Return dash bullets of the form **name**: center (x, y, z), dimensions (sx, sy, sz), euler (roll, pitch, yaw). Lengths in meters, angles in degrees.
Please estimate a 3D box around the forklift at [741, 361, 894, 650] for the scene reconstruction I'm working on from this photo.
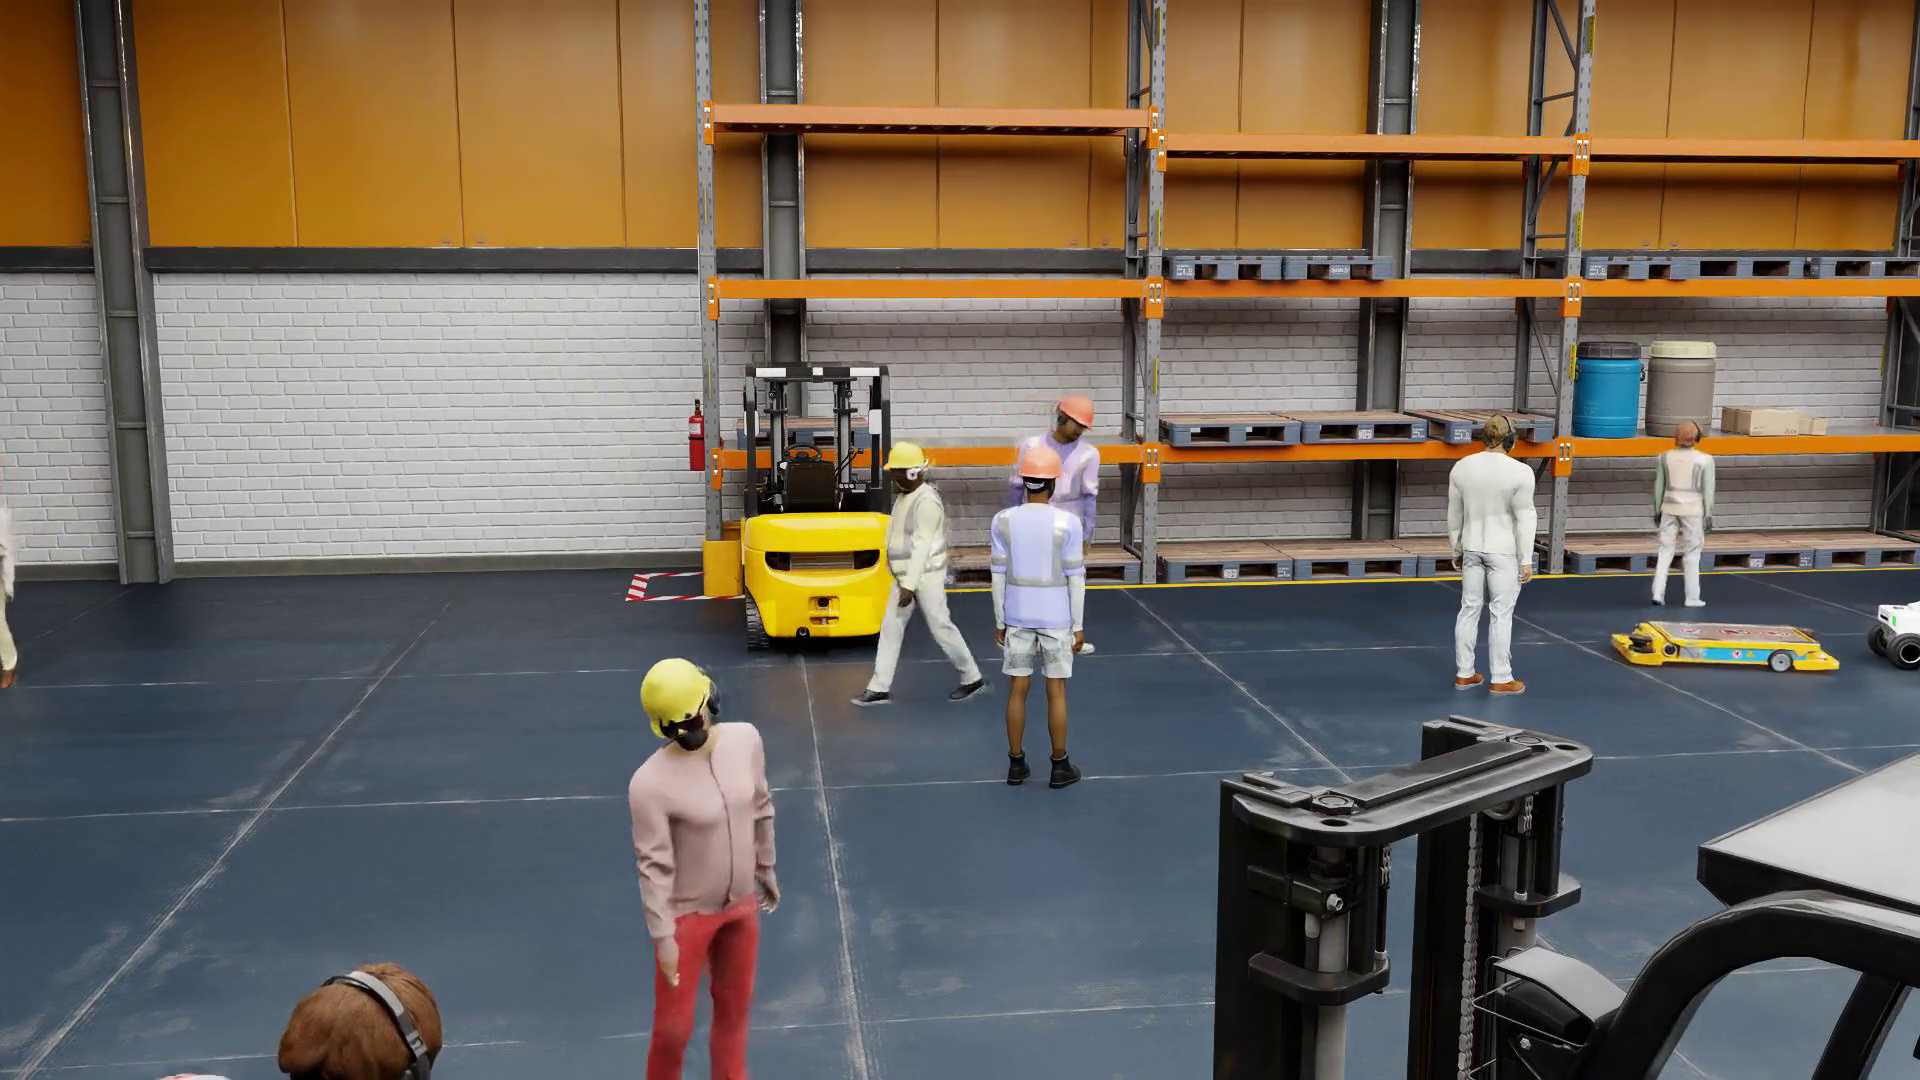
- **forklift**: center (-1.154, -0.340, 13.365), dimensions (1.214, 2.155, 2.313), euler (-1, 9, -7)

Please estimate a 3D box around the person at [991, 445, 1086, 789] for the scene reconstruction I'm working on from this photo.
- **person**: center (0.444, 0.432, 9.345), dimensions (0.542, 1.938, 0.357), euler (3, 10, 18)

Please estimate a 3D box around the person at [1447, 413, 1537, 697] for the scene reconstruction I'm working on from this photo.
- **person**: center (3.649, 0.100, 11.414), dimensions (0.357, 1.938, 0.638), euler (-8, 12, -41)

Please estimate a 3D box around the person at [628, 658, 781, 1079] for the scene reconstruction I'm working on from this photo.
- **person**: center (-0.788, 1.188, 5.330), dimensions (0.321, 1.718, 0.638), euler (7, 12, 38)

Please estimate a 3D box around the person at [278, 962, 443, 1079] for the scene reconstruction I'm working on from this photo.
- **person**: center (-0.911, 1.553, 2.661), dimensions (0.620, 1.840, 0.430), euler (0, 9, 2)

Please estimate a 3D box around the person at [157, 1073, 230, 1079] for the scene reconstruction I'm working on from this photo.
- **person**: center (-0.958, 1.598, 2.220), dimensions (0.624, 1.885, 0.661), euler (8, 12, 41)

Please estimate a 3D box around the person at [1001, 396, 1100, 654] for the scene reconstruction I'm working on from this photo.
- **person**: center (0.659, -0.096, 12.518), dimensions (0.760, 1.991, 0.395), euler (1, 9, 7)

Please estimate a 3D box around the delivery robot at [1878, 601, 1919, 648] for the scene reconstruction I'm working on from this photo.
- **delivery robot**: center (7.171, 0.614, 12.222), dimensions (0.707, 0.478, 0.477), euler (2, 9, 11)

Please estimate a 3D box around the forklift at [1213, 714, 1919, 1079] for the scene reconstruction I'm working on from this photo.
- **forklift**: center (1.441, 1.425, 2.350), dimensions (1.214, 2.155, 2.313), euler (-7, 12, -39)

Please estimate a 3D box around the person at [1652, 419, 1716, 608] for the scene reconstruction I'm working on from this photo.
- **person**: center (6.258, -0.220, 14.384), dimensions (0.336, 1.651, 0.518), euler (-8, 12, -41)

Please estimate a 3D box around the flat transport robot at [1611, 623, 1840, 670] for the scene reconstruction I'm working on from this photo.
- **flat transport robot**: center (5.670, 0.778, 12.374), dimensions (1.431, 0.197, 0.652), euler (1, 9, 9)

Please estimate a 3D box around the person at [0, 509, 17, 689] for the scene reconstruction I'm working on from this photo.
- **person**: center (-6.684, 0.288, 11.312), dimensions (0.508, 1.595, 0.829), euler (-2, 9, -11)

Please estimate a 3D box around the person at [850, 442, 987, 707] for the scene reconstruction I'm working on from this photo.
- **person**: center (-0.245, 0.231, 11.103), dimensions (0.921, 1.790, 0.590), euler (-4, 10, -24)
